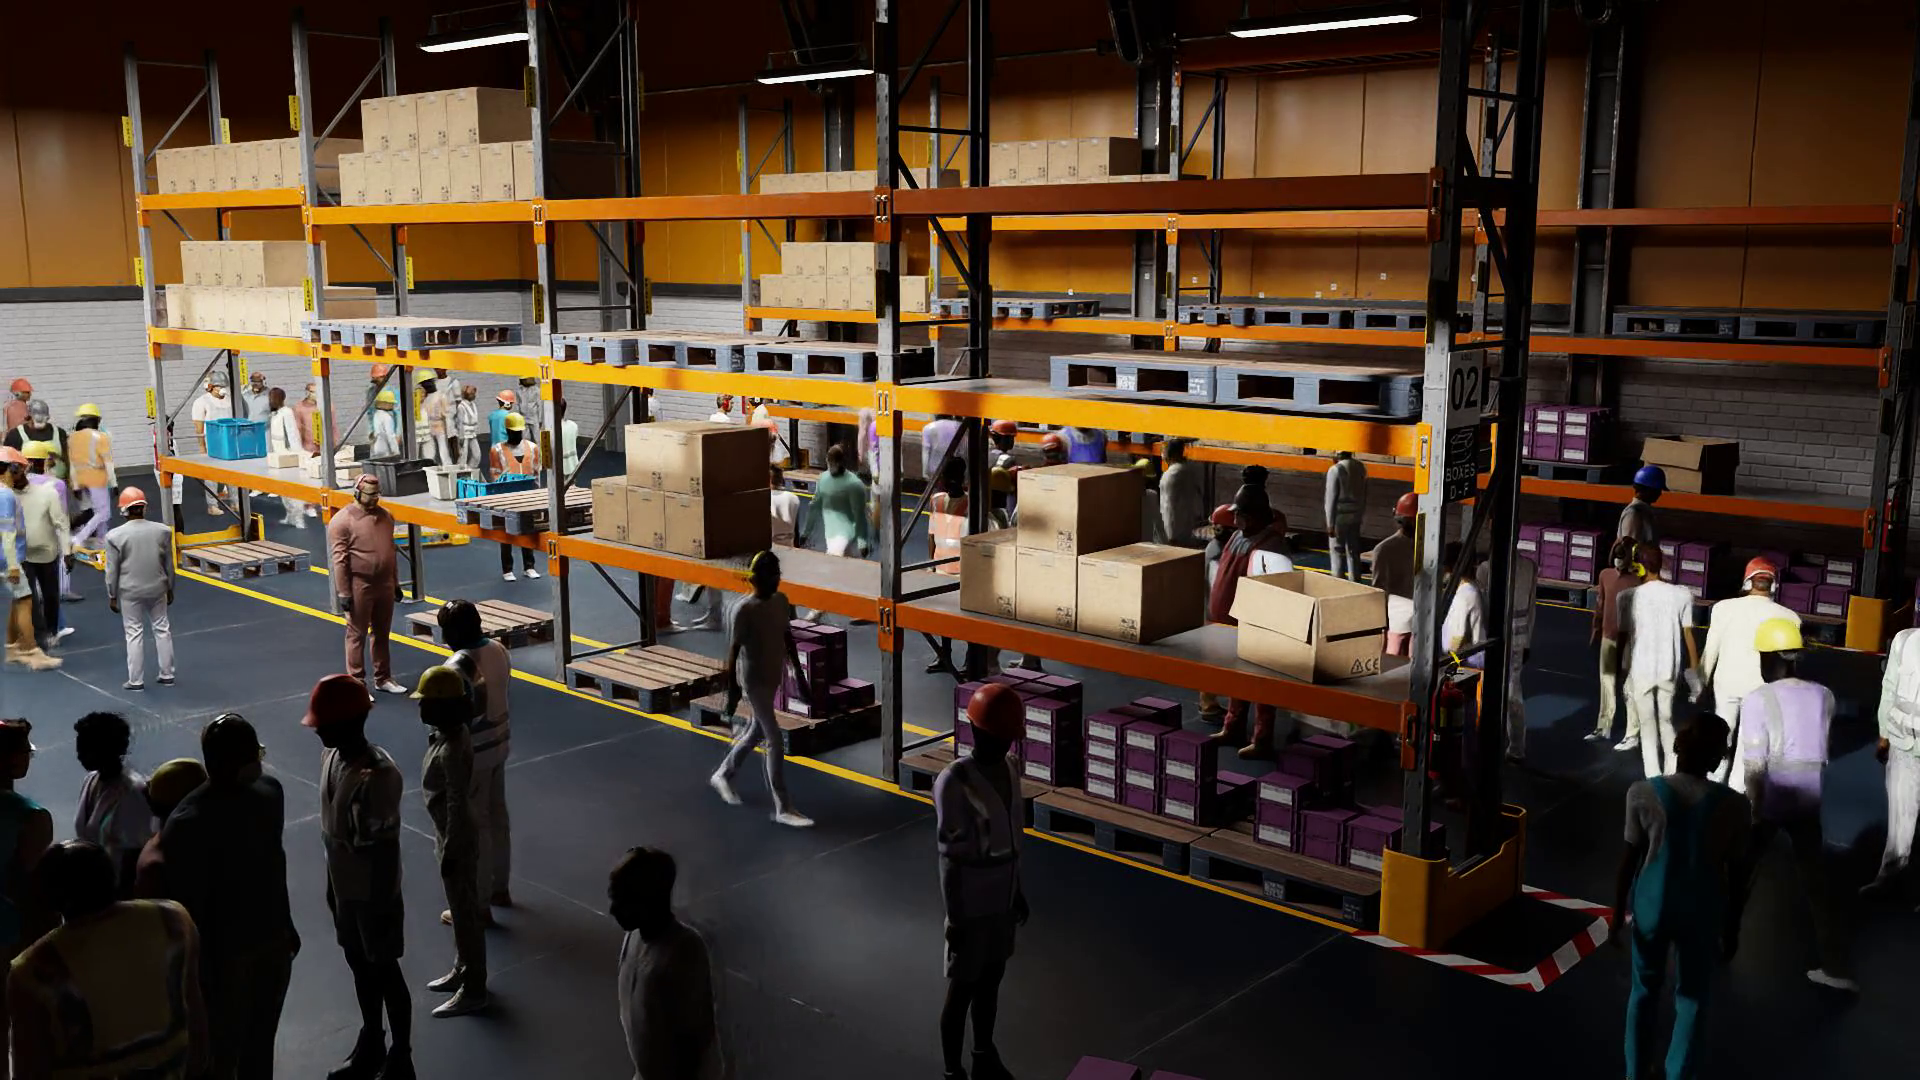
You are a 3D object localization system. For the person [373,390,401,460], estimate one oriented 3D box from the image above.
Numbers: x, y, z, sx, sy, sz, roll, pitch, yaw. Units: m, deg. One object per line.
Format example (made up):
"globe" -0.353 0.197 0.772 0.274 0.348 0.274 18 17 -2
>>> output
"person" -8.173 -1.271 23.745 0.333 1.733 0.505 -7 12 -35

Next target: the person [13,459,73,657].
"person" -8.536 0.125 15.291 0.647 1.944 0.979 -6 11 -28

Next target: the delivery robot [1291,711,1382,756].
"delivery robot" 2.769 1.304 12.251 0.477 0.478 0.707 -6 12 -29

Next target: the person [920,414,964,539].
"person" -0.203 -0.897 21.145 0.594 1.905 0.623 -6 12 -30

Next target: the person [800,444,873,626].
"person" -1.198 -0.014 16.264 1.076 1.874 0.651 -7 12 -34

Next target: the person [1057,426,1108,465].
"person" 1.462 -0.689 19.586 0.695 2.000 0.885 -3 10 -15

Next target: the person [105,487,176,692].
"person" -6.993 0.412 14.196 0.350 1.744 0.566 9 14 42

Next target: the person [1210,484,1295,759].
"person" 2.115 0.591 12.351 0.538 2.000 0.688 -5 11 -25

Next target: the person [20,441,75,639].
"person" -8.906 -0.001 16.083 0.600 1.913 0.435 -2 10 -9

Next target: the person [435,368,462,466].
"person" -8.542 -2.060 27.552 0.614 1.962 0.361 3 11 18

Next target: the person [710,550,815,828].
"person" -1.349 0.940 11.003 0.934 1.830 0.521 6 12 30

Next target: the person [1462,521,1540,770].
"person" 3.899 0.745 11.963 0.577 1.877 0.341 -6 11 -29

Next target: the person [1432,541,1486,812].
"person" 3.318 0.918 11.116 0.577 1.815 0.659 4 11 20

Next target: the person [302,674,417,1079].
"person" -2.674 1.527 7.380 0.544 1.930 0.388 9 13 41

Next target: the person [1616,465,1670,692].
"person" 5.752 0.328 14.115 0.399 1.942 0.603 5 11 28

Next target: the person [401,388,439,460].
"person" -8.283 -1.520 25.462 0.559 1.626 0.336 -9 13 -41

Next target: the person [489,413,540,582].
"person" -5.005 -0.486 18.804 0.581 1.919 0.394 -8 13 -39

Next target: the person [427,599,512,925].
"person" -2.741 1.233 9.304 0.430 1.838 0.619 2 10 10

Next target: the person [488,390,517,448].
"person" -6.480 -1.277 23.768 0.578 1.737 0.354 8 13 39

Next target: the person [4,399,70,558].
"person" -11.072 -0.759 19.985 0.705 2.000 0.994 -8 13 -39

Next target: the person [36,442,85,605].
"person" -9.630 -0.176 17.608 0.598 1.708 0.510 9 13 41

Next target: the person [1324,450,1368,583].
"person" 4.068 -0.235 17.663 0.612 1.818 0.414 -8 13 -38

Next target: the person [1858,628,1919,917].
"person" 5.489 1.153 9.424 0.378 1.951 0.607 -5 11 -28

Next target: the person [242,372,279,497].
"person" -10.532 -1.586 25.072 0.646 1.900 0.400 2 10 10

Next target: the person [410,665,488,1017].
"person" -2.523 1.470 8.222 0.294 1.744 0.486 -4 11 -20

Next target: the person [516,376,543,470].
"person" -7.254 -2.023 28.003 0.490 1.734 0.326 3 10 16

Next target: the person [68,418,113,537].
"person" -10.849 -0.787 20.795 0.524 1.818 0.562 -5 11 -28

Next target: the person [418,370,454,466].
"person" -8.020 -1.667 25.509 0.663 1.899 0.437 6 12 31

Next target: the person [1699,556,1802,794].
"person" 5.273 0.967 11.139 0.581 1.710 0.486 5 11 28

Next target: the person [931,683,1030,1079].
"person" 0.124 1.555 7.216 0.374 1.928 0.542 7 12 35

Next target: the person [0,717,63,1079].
"person" -3.955 1.653 6.906 0.572 1.840 0.373 4 11 20

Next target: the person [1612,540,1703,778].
"person" 4.649 0.908 11.128 0.587 1.834 0.395 1 10 5
